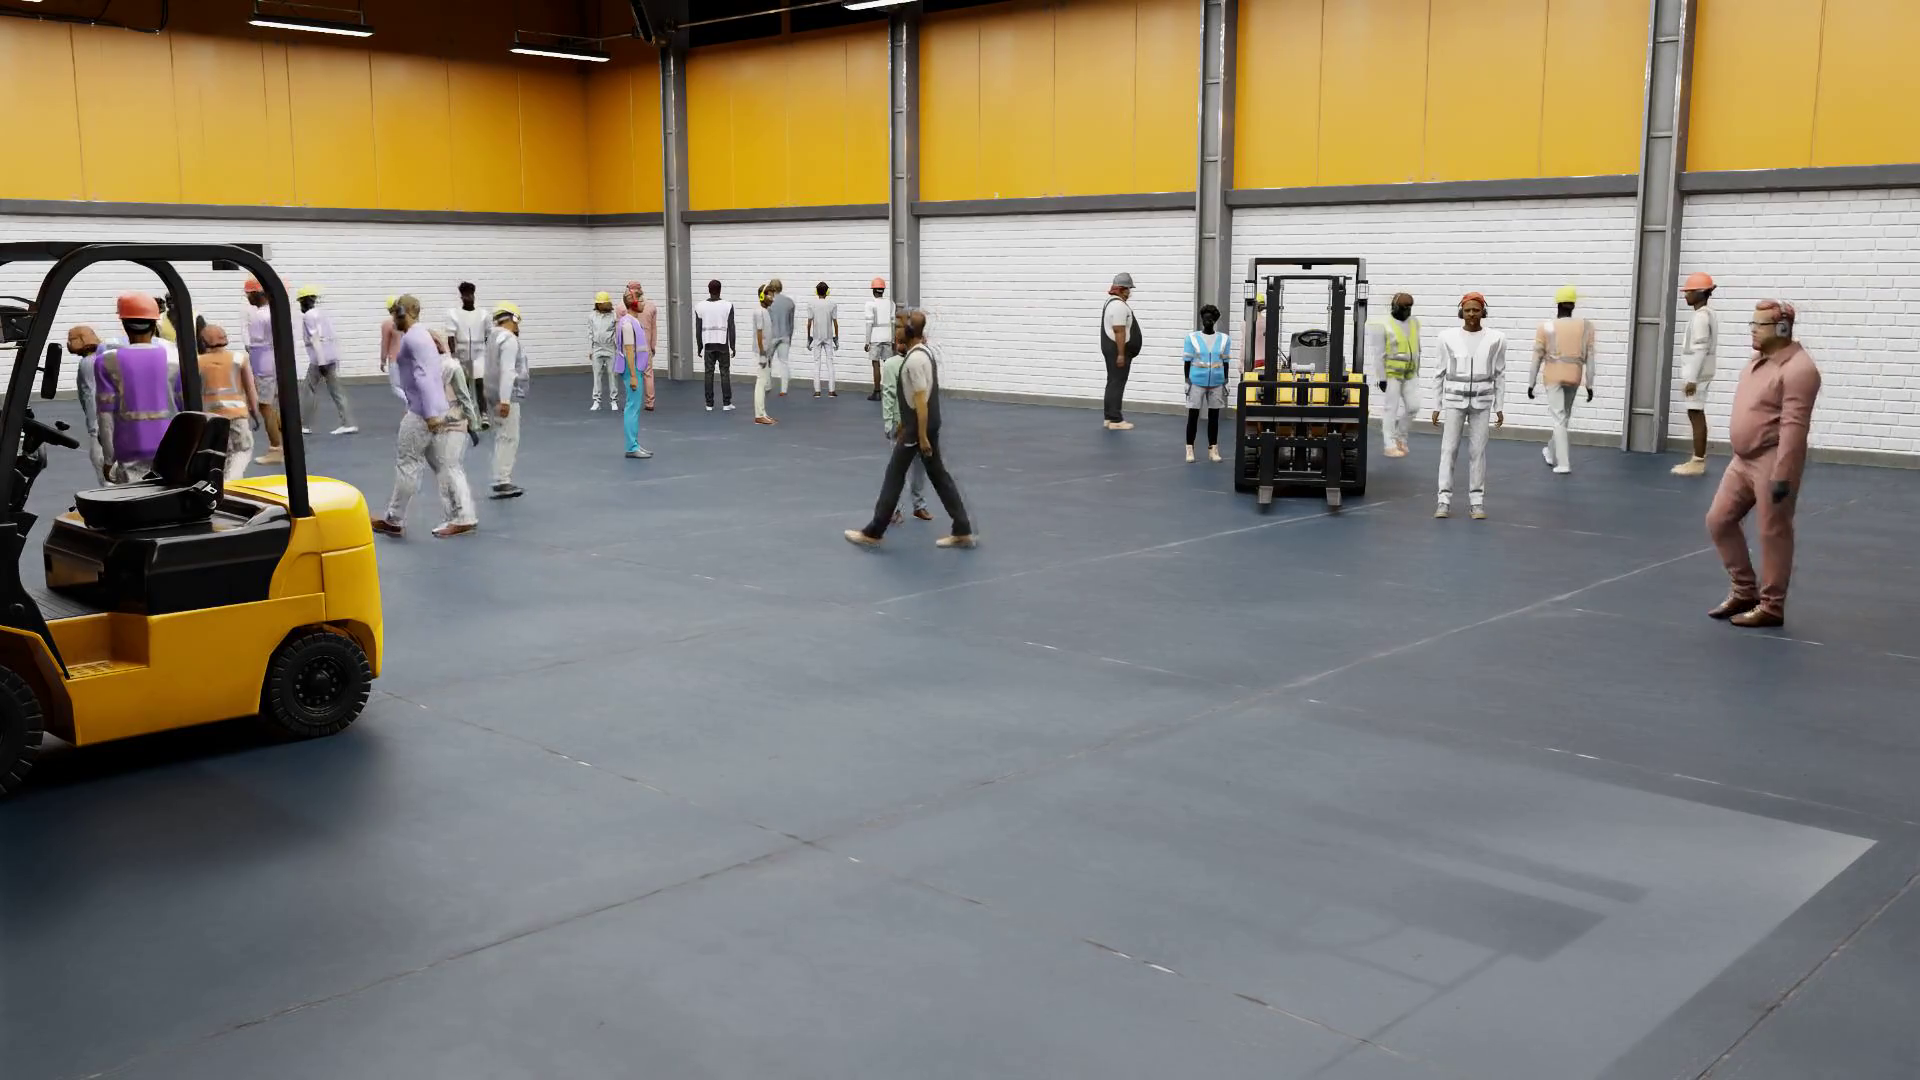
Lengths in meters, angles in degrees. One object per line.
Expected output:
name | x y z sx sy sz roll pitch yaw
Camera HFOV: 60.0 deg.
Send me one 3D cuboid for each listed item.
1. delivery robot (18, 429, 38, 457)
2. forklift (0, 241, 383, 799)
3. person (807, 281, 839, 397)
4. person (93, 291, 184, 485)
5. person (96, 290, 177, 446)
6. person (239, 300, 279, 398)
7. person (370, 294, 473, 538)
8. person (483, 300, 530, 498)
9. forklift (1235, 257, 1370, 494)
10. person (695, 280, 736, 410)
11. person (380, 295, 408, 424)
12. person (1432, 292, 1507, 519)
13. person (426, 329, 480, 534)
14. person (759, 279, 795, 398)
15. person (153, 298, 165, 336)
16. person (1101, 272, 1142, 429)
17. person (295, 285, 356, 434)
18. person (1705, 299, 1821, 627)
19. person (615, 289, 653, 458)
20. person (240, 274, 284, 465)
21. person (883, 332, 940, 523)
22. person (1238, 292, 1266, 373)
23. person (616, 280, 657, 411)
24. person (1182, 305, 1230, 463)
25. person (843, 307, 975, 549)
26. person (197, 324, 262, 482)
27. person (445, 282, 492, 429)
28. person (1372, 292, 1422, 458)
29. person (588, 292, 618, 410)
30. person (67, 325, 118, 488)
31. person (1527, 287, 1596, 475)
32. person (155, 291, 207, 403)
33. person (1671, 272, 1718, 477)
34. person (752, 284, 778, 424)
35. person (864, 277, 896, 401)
delivery robot | -9.823 -1.074 17.353 0.477 0.478 0.707 -5 10 -27
forklift | -3.706 -0.171 7.093 1.214 2.155 2.313 9 13 43
person | -2.220 -3.238 26.887 0.521 1.870 0.319 0 9 -2
person | -4.973 -0.550 10.202 0.551 1.935 0.372 -5 11 -30
person | -6.044 -0.864 12.219 0.546 1.914 0.722 -8 12 -40
person | -11.192 -3.193 26.697 0.660 1.843 0.873 -7 12 -38
person | -4.197 -0.942 12.801 0.848 1.877 0.696 -1 9 -4
person | -4.154 -1.291 15.221 0.453 1.783 0.692 -5 11 -29
forklift | 3.309 -1.629 16.029 1.214 2.155 2.313 2 9 11
person | -3.579 -2.854 24.402 0.589 1.914 0.392 0 9 2
person | -7.272 -2.336 21.762 0.666 1.735 0.545 8 12 39
person | 4.214 -1.109 13.798 0.584 1.878 0.337 2 9 12
person | -4.027 -0.840 12.971 0.532 1.606 0.666 6 11 31
person | -2.982 -3.246 26.821 0.632 1.907 0.842 -5 10 -27
person | -11.295 -2.548 23.228 0.593 1.679 0.541 1 9 5
person | 2.097 -2.461 21.598 0.535 2.000 0.690 -1 9 -5
person | -8.035 -2.242 20.805 0.952 1.863 0.595 1 9 7
person | 4.577 -0.428 9.574 0.508 1.892 0.671 -1 9 -3
person | -3.592 -1.821 18.259 0.377 1.847 0.570 -1 9 -6
person | -7.343 -1.796 17.571 0.422 2.024 0.631 0 9 3
person | -0.397 -0.958 13.628 0.509 1.632 0.265 -5 11 -30
person | 3.827 -2.307 21.496 0.523 1.769 0.309 -5 11 -28
person | -4.719 -2.815 24.179 0.643 1.910 0.400 -7 12 -36
person | 2.635 -1.669 17.800 0.529 1.695 0.321 -1 9 -6
person | -0.341 -0.810 12.261 0.982 1.797 0.513 2 9 10
person | -6.241 -1.026 14.109 0.559 1.606 0.622 -2 9 -9
person | -6.393 -2.406 21.699 0.591 1.910 1.053 -4 10 -21
person | 4.800 -1.802 18.235 0.659 1.821 0.441 -4 10 -24
person | -5.207 -2.761 24.368 0.483 1.738 0.313 0 9 -1
person | -7.226 -1.019 14.111 0.538 1.602 0.533 -3 10 -15
person | 6.129 -1.640 17.048 0.612 1.876 0.954 0 9 -2
person | -9.755 -2.229 20.875 0.624 1.819 0.812 -2 9 -12
person | 7.347 -1.653 16.644 0.390 2.041 0.615 5 11 28
person | -2.613 -2.480 22.263 0.331 1.865 0.519 0 9 1
person | -1.275 -3.155 26.171 0.547 1.937 0.379 -6 11 -34
